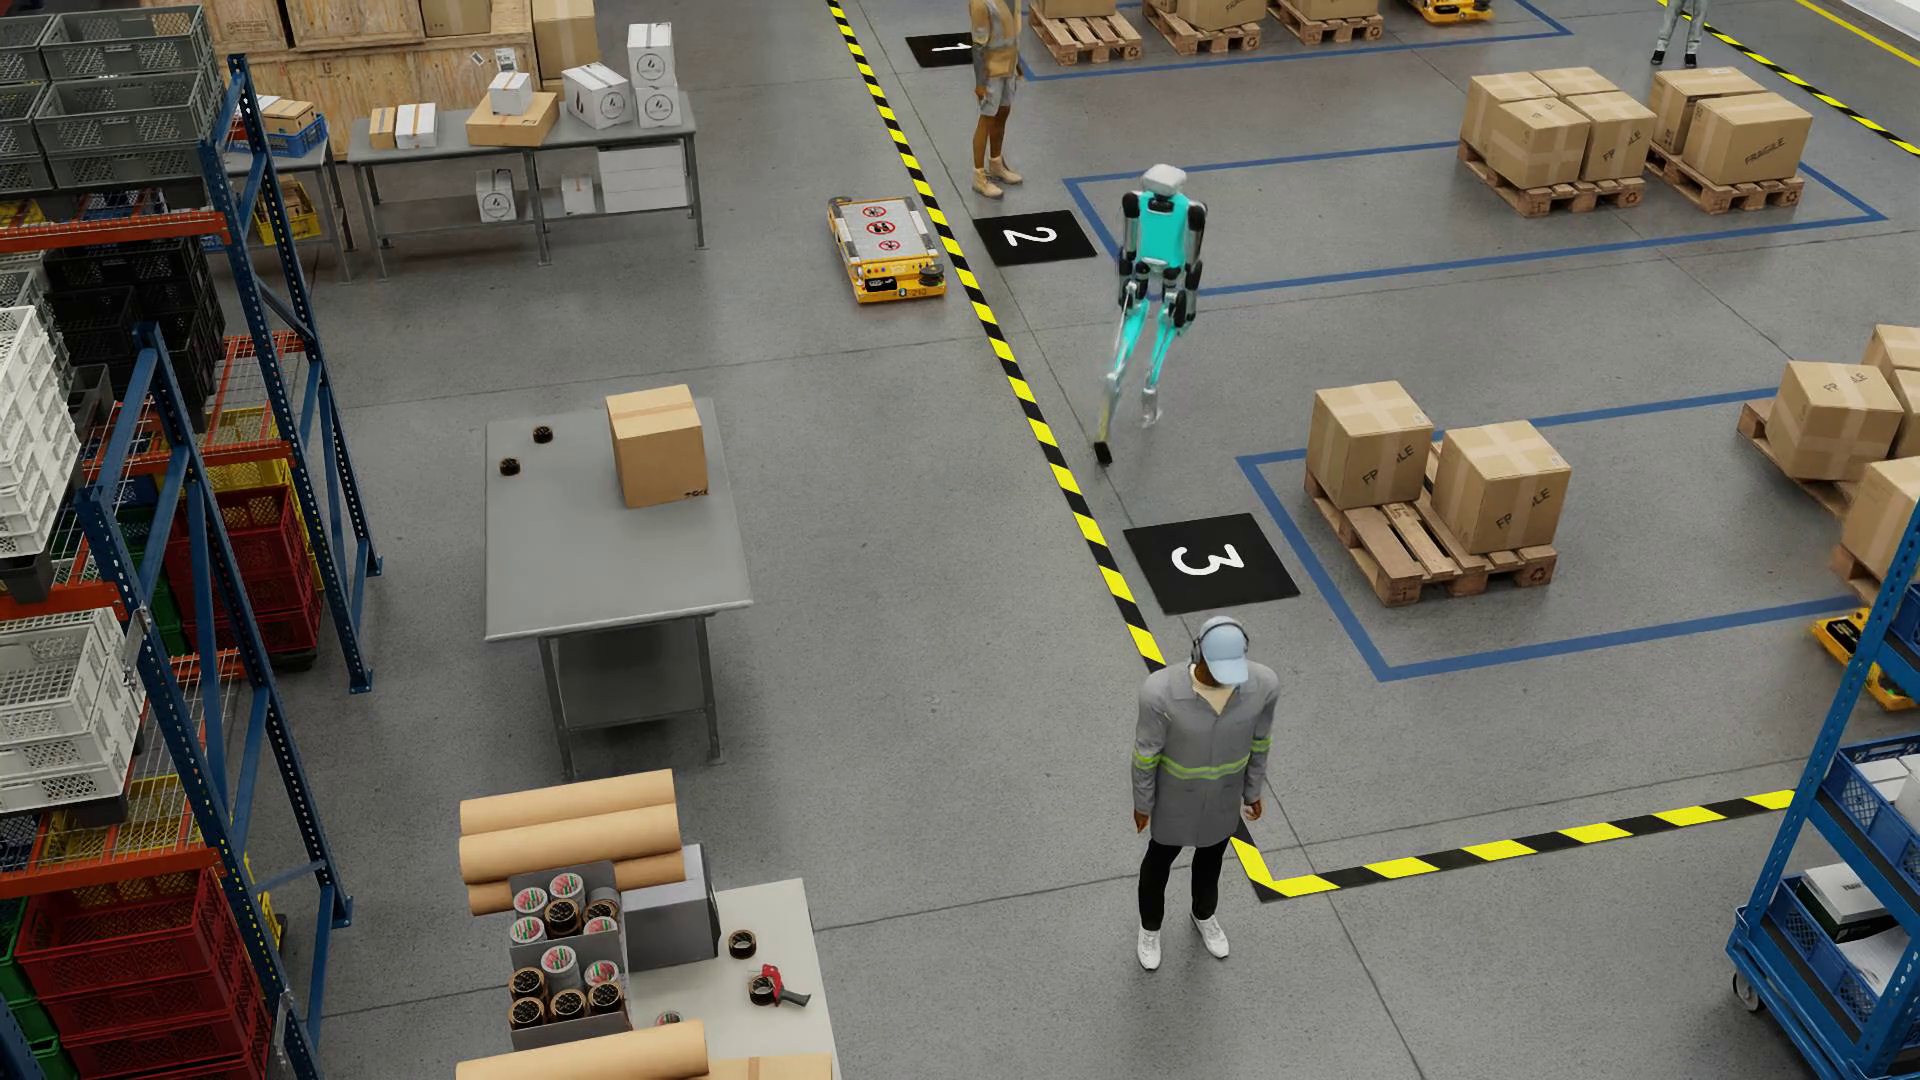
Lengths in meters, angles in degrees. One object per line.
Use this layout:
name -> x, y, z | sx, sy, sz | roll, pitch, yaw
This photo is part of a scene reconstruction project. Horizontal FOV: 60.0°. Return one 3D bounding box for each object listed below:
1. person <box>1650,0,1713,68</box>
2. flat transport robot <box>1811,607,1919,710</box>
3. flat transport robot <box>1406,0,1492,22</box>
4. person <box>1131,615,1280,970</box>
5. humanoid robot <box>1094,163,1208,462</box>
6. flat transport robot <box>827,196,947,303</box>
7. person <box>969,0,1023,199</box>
person -> 6.839, -5.287, 15.357 | 0.587, 1.822, 0.404 | 11, 38, 15
flat transport robot -> 5.379, 0.518, 8.835 | 1.431, 0.197, 0.652 | -8, 37, -10
flat transport robot -> 4.880, -5.704, 17.197 | 0.652, 0.197, 1.431 | -8, 37, -10
person -> 0.986, 1.040, 6.830 | 0.588, 1.851, 0.384 | -6, 37, -9
humanoid robot -> 1.078, -1.301, 10.104 | 0.547, 1.793, 0.913 | 17, 40, 22
flat transport robot -> -0.570, -2.220, 12.538 | 0.659, 0.231, 1.431 | -8, 37, -10
person -> 0.325, -3.708, 13.053 | 0.391, 2.040, 0.612 | 22, 42, 26
